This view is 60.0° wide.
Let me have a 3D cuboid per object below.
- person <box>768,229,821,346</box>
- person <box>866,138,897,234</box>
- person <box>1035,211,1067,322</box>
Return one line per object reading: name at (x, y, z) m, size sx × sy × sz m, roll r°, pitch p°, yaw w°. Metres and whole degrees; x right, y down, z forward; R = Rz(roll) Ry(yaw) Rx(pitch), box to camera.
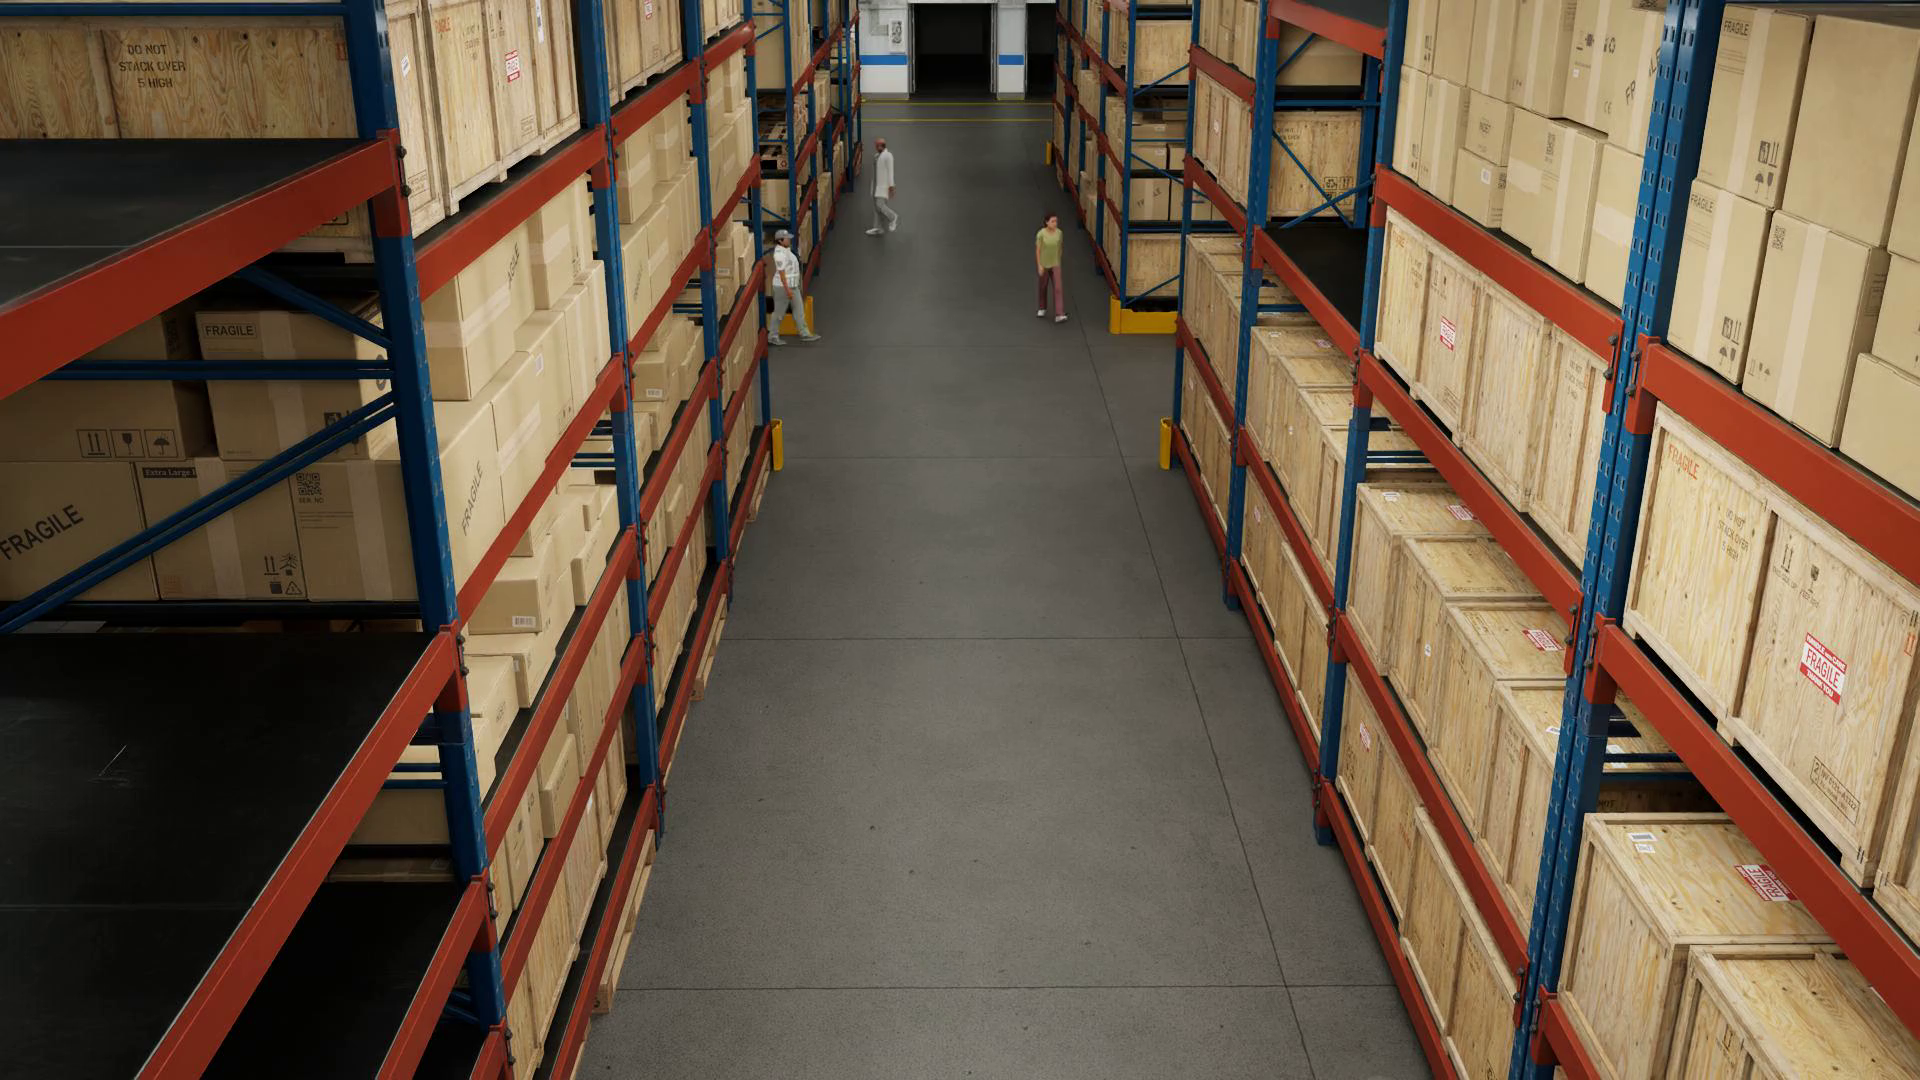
person at (-2.417, -3.617, 23.830) m, size 0.760 × 1.661 × 0.484 m, roll 3°, pitch 22°, yaw 8°
person at (-1.483, -6.669, 31.368) m, size 0.616 × 1.780 × 0.606 m, roll -12°, pitch 24°, yaw -28°
person at (1.354, -4.129, 25.091) m, size 0.435 × 1.636 × 0.931 m, roll -2°, pitch 22°, yaw -5°
